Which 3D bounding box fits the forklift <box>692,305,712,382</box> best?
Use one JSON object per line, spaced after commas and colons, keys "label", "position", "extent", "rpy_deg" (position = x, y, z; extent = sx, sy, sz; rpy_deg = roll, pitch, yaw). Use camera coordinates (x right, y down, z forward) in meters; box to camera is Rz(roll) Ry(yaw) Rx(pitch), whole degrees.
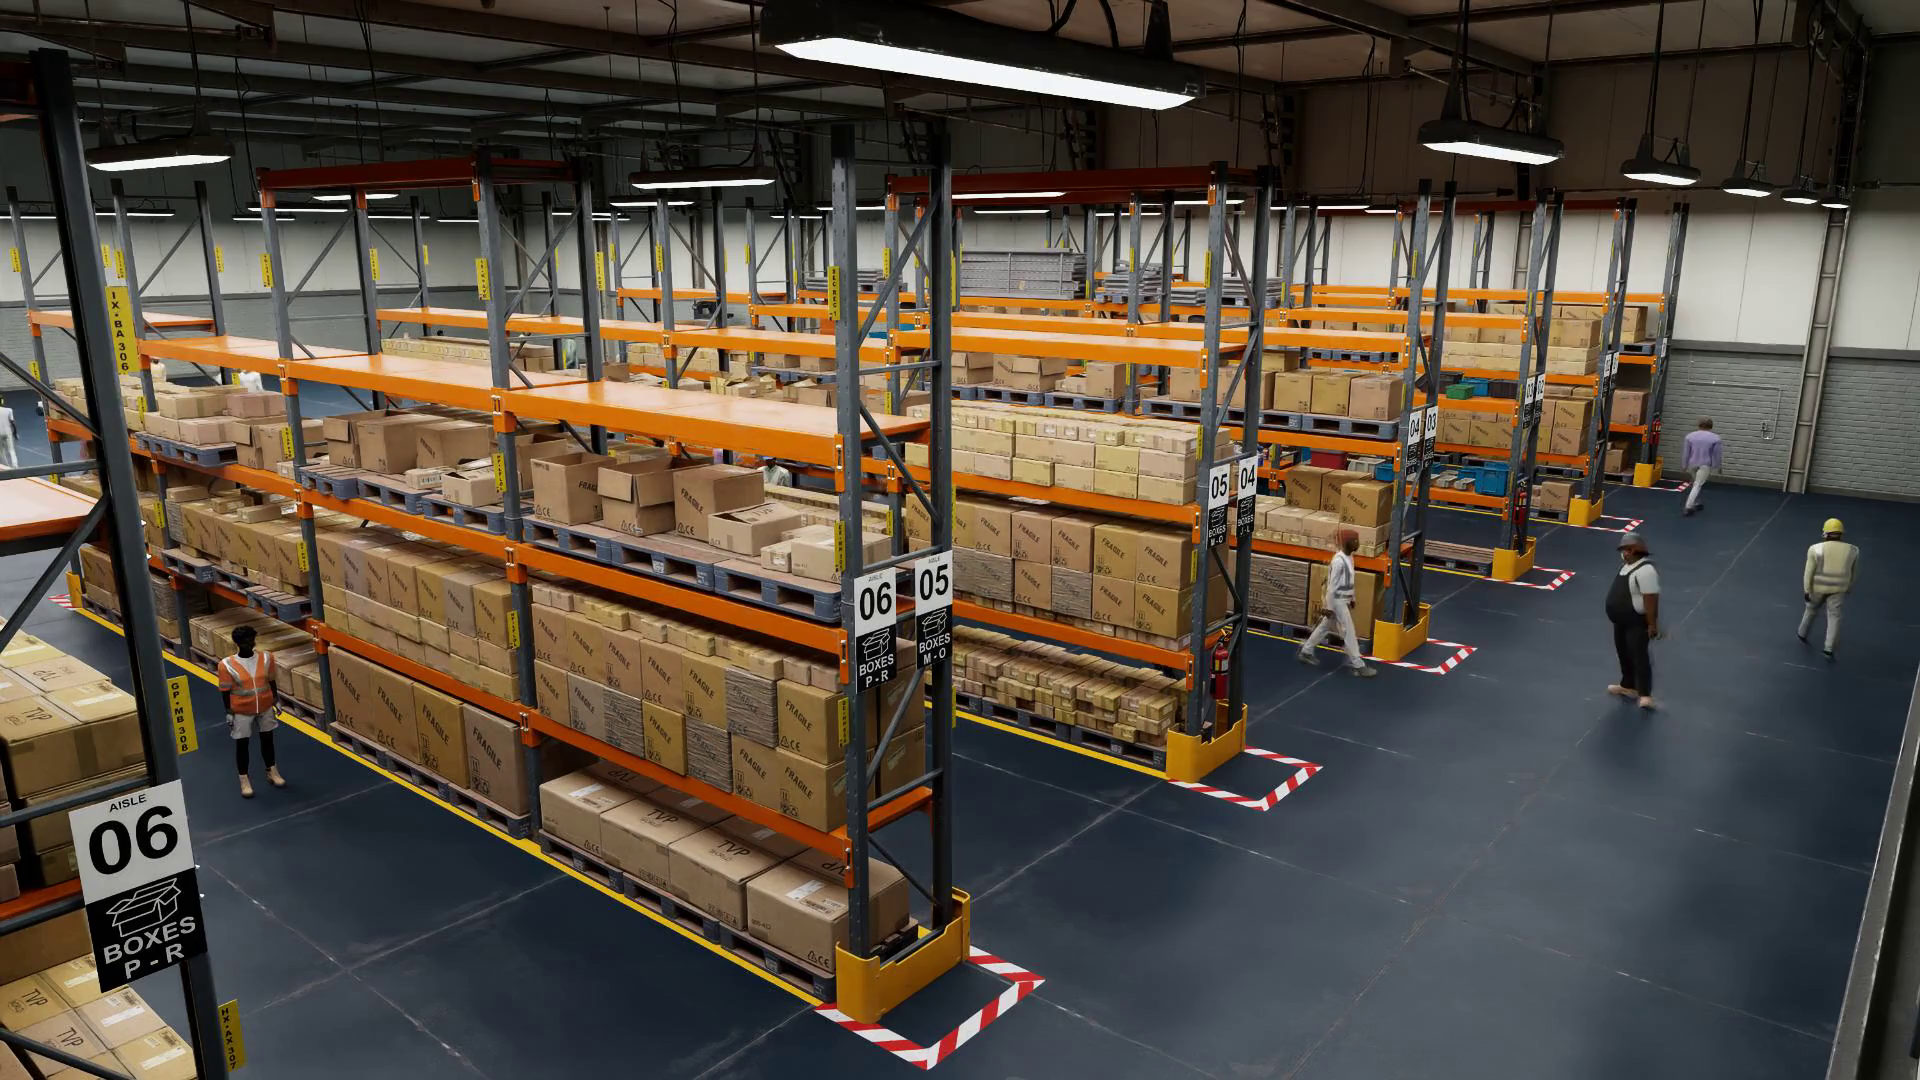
{"label": "forklift", "position": [-9.511, -7.392, 47.124], "extent": [1.873, 2.768, 1.129], "rpy_deg": [11, 17, 38]}

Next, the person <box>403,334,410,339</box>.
{"label": "person", "position": [-20.059, -6.562, 45.775], "extent": [0.665, 1.850, 1.039], "rpy_deg": [-3, 14, -11]}

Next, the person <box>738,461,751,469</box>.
{"label": "person", "position": [-3.480, -0.380, 20.389], "extent": [1.007, 1.832, 0.567], "rpy_deg": [10, 17, 34]}

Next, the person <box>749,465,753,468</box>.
{"label": "person", "position": [-4.806, -2.558, 29.616], "extent": [0.536, 1.697, 0.318], "rpy_deg": [-6, 15, -24]}

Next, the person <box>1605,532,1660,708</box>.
{"label": "person", "position": [7.863, 0.914, 14.707], "extent": [0.561, 2.000, 0.845], "rpy_deg": [2, 14, 7]}

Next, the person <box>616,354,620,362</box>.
{"label": "person", "position": [-11.288, -5.690, 42.350], "extent": [0.305, 1.772, 0.527], "rpy_deg": [11, 17, 38]}

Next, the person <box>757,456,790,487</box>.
{"label": "person", "position": [-3.125, -0.587, 20.986], "extent": [0.605, 1.948, 0.384], "rpy_deg": [2, 14, 9]}

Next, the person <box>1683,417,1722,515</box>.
{"label": "person", "position": [14.528, -1.459, 24.703], "extent": [1.014, 1.894, 0.649], "rpy_deg": [-10, 17, -35]}

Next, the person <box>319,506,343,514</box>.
{"label": "person", "position": [-11.711, -1.059, 22.930], "extent": [0.612, 1.963, 0.932], "rpy_deg": [9, 16, 34]}

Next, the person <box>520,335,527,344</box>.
{"label": "person", "position": [-16.055, -6.672, 46.391], "extent": [0.306, 1.770, 0.525], "rpy_deg": [10, 17, 34]}

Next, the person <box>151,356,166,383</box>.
{"label": "person", "position": [-24.374, -4.752, 38.267], "extent": [1.015, 1.893, 0.541], "rpy_deg": [12, 18, 41]}

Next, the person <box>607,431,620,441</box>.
{"label": "person", "position": [-6.703, -1.316, 24.076], "extent": [0.801, 1.905, 0.595], "rpy_deg": [13, 19, 43]}

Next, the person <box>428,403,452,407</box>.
{"label": "person", "position": [-12.881, -3.036, 31.309], "extent": [0.604, 1.839, 0.550], "rpy_deg": [-8, 16, -29]}

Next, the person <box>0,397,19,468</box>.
{"label": "person", "position": [-21.761, -2.396, 28.667], "extent": [0.532, 1.838, 0.815], "rpy_deg": [-13, 19, -43]}

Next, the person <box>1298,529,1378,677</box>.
{"label": "person", "position": [4.738, 0.749, 15.753], "extent": [1.008, 1.835, 0.593], "rpy_deg": [7, 15, 26]}

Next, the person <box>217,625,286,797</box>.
{"label": "person", "position": [-6.925, 1.646, 12.324], "extent": [0.319, 1.697, 0.532], "rpy_deg": [11, 18, 39]}

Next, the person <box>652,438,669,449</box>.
{"label": "person", "position": [-5.499, -1.093, 22.995], "extent": [0.626, 1.994, 1.050], "rpy_deg": [-10, 17, -34]}

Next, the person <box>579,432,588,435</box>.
{"label": "person", "position": [-7.516, -1.361, 24.884], "extent": [0.523, 1.599, 0.738], "rpy_deg": [-9, 16, -31]}

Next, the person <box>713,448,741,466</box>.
{"label": "person", "position": [-4.197, -1.104, 23.006], "extent": [0.882, 2.010, 0.607], "rpy_deg": [11, 17, 37]}

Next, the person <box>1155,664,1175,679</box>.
{"label": "person", "position": [2.330, 0.935, 14.802], "extent": [0.594, 1.905, 0.811], "rpy_deg": [-13, 19, -42]}

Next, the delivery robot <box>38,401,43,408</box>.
{"label": "delivery robot", "position": [-27.616, -4.112, 38.281], "extent": [0.707, 0.478, 0.477], "rpy_deg": [2, 14, 10]}

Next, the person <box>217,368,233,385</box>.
{"label": "person", "position": [-20.219, -3.959, 34.796], "extent": [0.617, 1.977, 0.632], "rpy_deg": [5, 15, 20]}

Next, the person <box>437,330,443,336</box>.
{"label": "person", "position": [-20.403, -7.392, 49.501], "extent": [0.321, 1.696, 0.530], "rpy_deg": [-6, 15, -23]}

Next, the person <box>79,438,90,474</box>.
{"label": "person", "position": [-19.484, -2.317, 28.300], "extent": [0.840, 1.865, 0.679], "rpy_deg": [-4, 14, -14]}

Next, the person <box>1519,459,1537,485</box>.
{"label": "person", "position": [11.755, -1.823, 26.092], "extent": [0.863, 1.937, 0.618], "rpy_deg": [12, 18, 41]}

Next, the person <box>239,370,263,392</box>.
{"label": "person", "position": [-19.877, -4.061, 35.379], "extent": [0.635, 1.905, 0.750], "rpy_deg": [-2, 14, -7]}

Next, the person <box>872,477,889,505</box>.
{"label": "person", "position": [-1.234, -0.243, 20.276], "extent": [0.501, 1.607, 0.638], "rpy_deg": [-10, 17, -36]}

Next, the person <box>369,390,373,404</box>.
{"label": "person", "position": [-18.902, -5.248, 40.620], "extent": [0.579, 1.722, 0.494], "rpy_deg": [4, 14, 17]}

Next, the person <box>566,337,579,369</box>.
{"label": "person", "position": [-15.329, -7.418, 49.791], "extent": [0.642, 1.611, 0.505], "rpy_deg": [7, 15, 27]}

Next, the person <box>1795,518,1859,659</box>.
{"label": "person", "position": [11.335, 0.598, 16.464], "extent": [0.597, 1.774, 0.948], "rpy_deg": [5, 15, 21]}
